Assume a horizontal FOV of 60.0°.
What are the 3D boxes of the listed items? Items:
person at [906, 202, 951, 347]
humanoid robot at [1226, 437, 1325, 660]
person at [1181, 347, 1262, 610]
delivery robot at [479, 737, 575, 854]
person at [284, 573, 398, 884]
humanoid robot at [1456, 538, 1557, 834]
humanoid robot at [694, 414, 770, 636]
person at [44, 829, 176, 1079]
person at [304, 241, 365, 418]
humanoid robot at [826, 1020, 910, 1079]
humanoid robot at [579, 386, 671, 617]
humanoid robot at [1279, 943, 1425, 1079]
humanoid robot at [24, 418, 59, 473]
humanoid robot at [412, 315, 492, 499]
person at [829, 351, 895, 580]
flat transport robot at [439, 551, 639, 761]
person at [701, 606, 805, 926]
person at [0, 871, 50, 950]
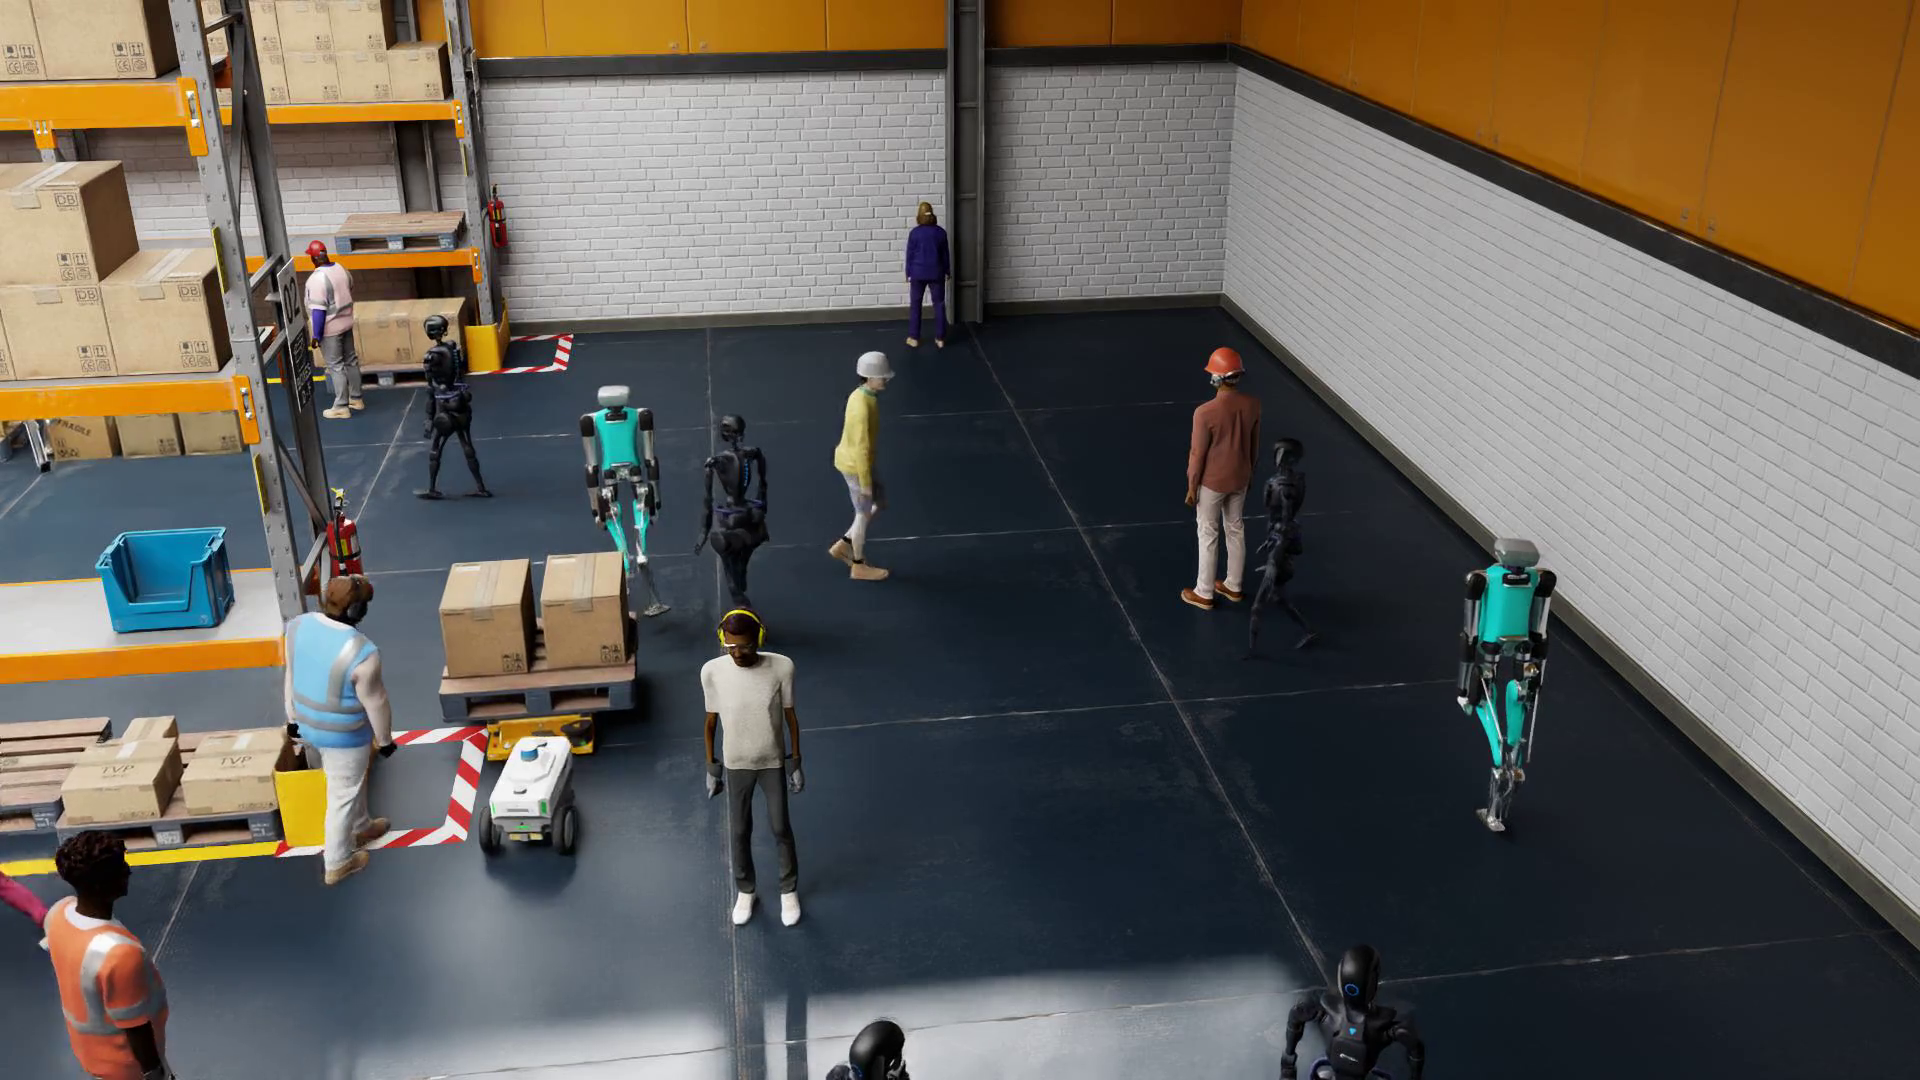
[{"bbox_3d":[-0.345,-2.934,18.407,0.514,1.618,0.377,-3,24,-7],"label":"person"},{"bbox_3d":[2.243,0.066,11.547,0.717,1.635,0.590,2,24,5],"label":"humanoid robot"},{"bbox_3d":[1.925,-0.456,12.309,0.616,1.986,0.405,-14,27,-28],"label":"person"},{"bbox_3d":[-2.497,1.472,9.688,0.515,0.595,0.767,0,24,0],"label":"delivery robot"},{"bbox_3d":[-3.345,1.018,9.178,0.672,1.801,0.694,15,28,31],"label":"person"},{"bbox_3d":[3.155,0.958,9.485,0.538,1.852,0.781,-3,24,-7],"label":"humanoid robot"},{"bbox_3d":[-1.572,-0.075,11.871,0.611,1.647,0.601,-16,28,-32],"label":"humanoid robot"},{"bbox_3d":[-3.421,2.043,6.672,0.597,1.943,0.740,20,31,38],"label":"person"},{"bbox_3d":[-6.142,-2.060,16.249,0.419,1.750,0.611,6,24,14],"label":"person"},{"bbox_3d":[-0.273,2.429,6.107,0.615,1.640,0.355,15,28,30],"label":"humanoid robot"},{"bbox_3d":[-2.399,-0.185,12.022,0.536,1.723,1.018,-7,25,-15],"label":"humanoid robot"},{"bbox_3d":[1.517,2.293,6.473,0.599,1.628,0.760,9,25,20],"label":"humanoid robot"},{"bbox_3d":[-8.423,-1.472,15.011,0.554,1.842,0.876,-16,28,-32],"label":"humanoid robot"},{"bbox_3d":[-4.428,-1.136,14.245,0.656,1.638,0.589,5,24,11],"label":"humanoid robot"},{"bbox_3d":[-0.721,-0.544,12.646,0.467,1.868,0.499,2,24,4],"label":"person"},{"bbox_3d":[-2.748,1.020,11.072,0.659,0.231,1.431,-4,24,-8],"label":"flat transport robot"},{"bbox_3d":[-1.078,1.188,8.722,0.520,1.856,0.345,-1,24,-3],"label":"person"},{"bbox_3d":[-4.992,1.503,8.310,0.750,1.594,0.530,-7,25,-15],"label":"person"}]
